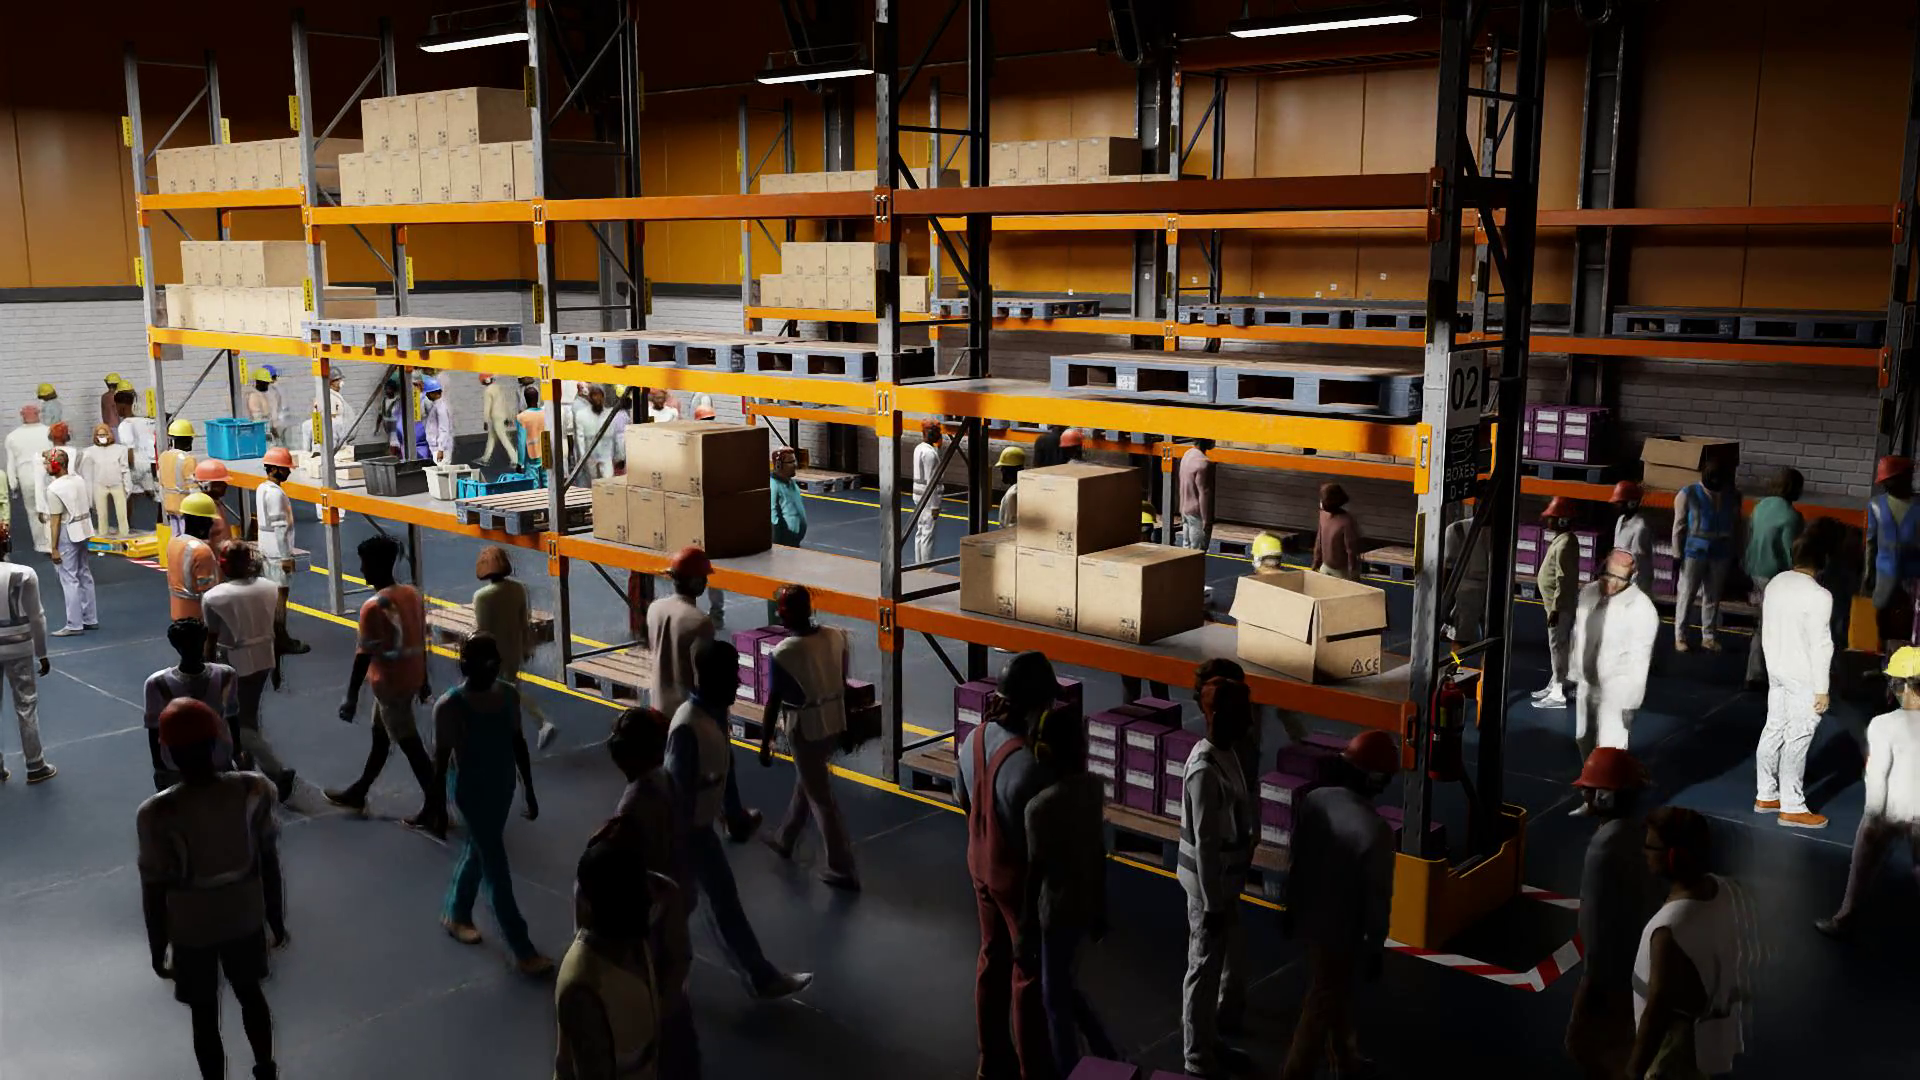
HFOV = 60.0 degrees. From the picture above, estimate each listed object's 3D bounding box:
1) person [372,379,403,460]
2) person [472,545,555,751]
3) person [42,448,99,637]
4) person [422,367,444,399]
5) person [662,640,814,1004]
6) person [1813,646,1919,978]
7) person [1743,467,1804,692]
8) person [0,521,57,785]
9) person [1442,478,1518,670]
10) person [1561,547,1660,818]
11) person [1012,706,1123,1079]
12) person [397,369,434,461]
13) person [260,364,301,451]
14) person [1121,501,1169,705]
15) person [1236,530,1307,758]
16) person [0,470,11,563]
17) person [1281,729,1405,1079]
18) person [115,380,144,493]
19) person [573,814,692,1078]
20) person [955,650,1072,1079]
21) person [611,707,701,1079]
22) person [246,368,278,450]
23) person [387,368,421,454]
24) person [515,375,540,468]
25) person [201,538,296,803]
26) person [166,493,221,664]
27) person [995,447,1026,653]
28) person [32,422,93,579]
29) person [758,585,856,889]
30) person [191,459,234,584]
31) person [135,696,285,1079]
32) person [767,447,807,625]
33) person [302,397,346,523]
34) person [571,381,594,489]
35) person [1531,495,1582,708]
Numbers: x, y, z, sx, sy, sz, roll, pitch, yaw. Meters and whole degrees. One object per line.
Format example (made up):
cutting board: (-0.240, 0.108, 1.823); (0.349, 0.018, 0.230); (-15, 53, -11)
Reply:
person: (-9.139, -1.749, 26.670); (0.546, 1.646, 0.896); (6, 12, 31)
person: (-3.290, 0.842, 12.148); (0.459, 1.614, 0.502); (5, 11, 25)
person: (-8.635, 0.022, 16.154); (0.394, 1.836, 0.560); (0, 10, 1)
person: (-8.960, -2.067, 28.038); (0.574, 1.801, 0.972); (-3, 11, -19)
person: (-1.274, 1.405, 8.285); (1.032, 1.855, 0.593); (1, 10, 4)
person: (4.934, 1.404, 8.665); (0.542, 1.721, 0.920); (-2, 10, -11)
person: (6.926, 0.342, 14.102); (0.537, 1.912, 0.753); (0, 10, 0)
person: (-6.681, 0.797, 11.633); (0.582, 1.882, 0.351); (-2, 10, -11)
person: (4.130, 0.474, 13.251); (0.606, 1.957, 0.373); (0, 10, -2)
person: (4.190, 0.956, 10.759); (0.440, 1.880, 0.698); (-3, 10, -17)
person: (0.455, 1.616, 7.105); (0.422, 1.847, 0.518); (7, 12, 33)
person: (-7.781, -1.427, 23.760); (0.690, 2.000, 0.538); (5, 11, 27)
person: (-10.863, -1.882, 26.764); (0.815, 1.897, 0.631); (1, 10, 6)
person: (1.333, 0.668, 12.245); (0.594, 1.922, 0.375); (-4, 11, -20)
person: (2.230, 0.841, 11.628); (0.625, 1.799, 0.710); (-4, 11, -21)
person: (-10.324, -0.197, 17.616); (0.534, 1.759, 0.344); (0, 10, 2)
person: (1.703, 1.660, 7.262); (0.731, 1.704, 0.582); (-4, 11, -20)
person: (-12.745, -1.587, 25.530); (0.485, 1.738, 0.320); (9, 14, 42)
person: (-1.269, 1.832, 6.572); (0.546, 1.602, 0.503); (5, 11, 26)
person: (0.317, 1.475, 7.351); (0.536, 2.000, 0.676); (-6, 12, -31)
person: (-1.320, 1.635, 7.085); (0.391, 1.827, 0.664); (1, 10, 8)
person: (-10.799, -1.706, 25.737); (0.542, 1.896, 0.606); (0, 10, 1)
person: (-10.025, -2.551, 30.112); (0.874, 2.000, 0.538); (4, 11, 23)
person: (-7.353, -2.071, 28.284); (0.491, 1.729, 0.323); (4, 11, 22)
person: (-4.822, 0.891, 11.289); (0.791, 1.822, 0.575); (5, 11, 28)
person: (-5.782, 0.599, 12.658); (0.588, 1.916, 0.392); (9, 13, 41)
person: (0.502, 0.090, 15.505); (0.372, 1.925, 0.595); (2, 10, 13)
person: (-9.996, -0.402, 18.590); (0.575, 1.836, 1.012); (-7, 12, -33)
person: (-0.973, 1.145, 9.902); (0.953, 1.791, 0.587); (8, 13, 37)
person: (-6.303, 0.304, 14.102); (0.397, 1.992, 0.623); (-2, 10, -14)
person: (-3.127, 1.598, 6.983); (0.553, 1.920, 0.474); (-8, 13, -39)
person: (-1.643, 0.066, 15.699); (0.409, 1.907, 0.651); (2, 10, 11)
person: (-8.692, -1.104, 22.772); (0.560, 1.742, 0.339); (-5, 11, -25)
person: (-5.274, -1.329, 23.570); (0.407, 1.913, 0.641); (-1, 10, -3)
person: (4.902, 0.501, 13.659); (0.318, 1.755, 0.560); (3, 11, 19)
